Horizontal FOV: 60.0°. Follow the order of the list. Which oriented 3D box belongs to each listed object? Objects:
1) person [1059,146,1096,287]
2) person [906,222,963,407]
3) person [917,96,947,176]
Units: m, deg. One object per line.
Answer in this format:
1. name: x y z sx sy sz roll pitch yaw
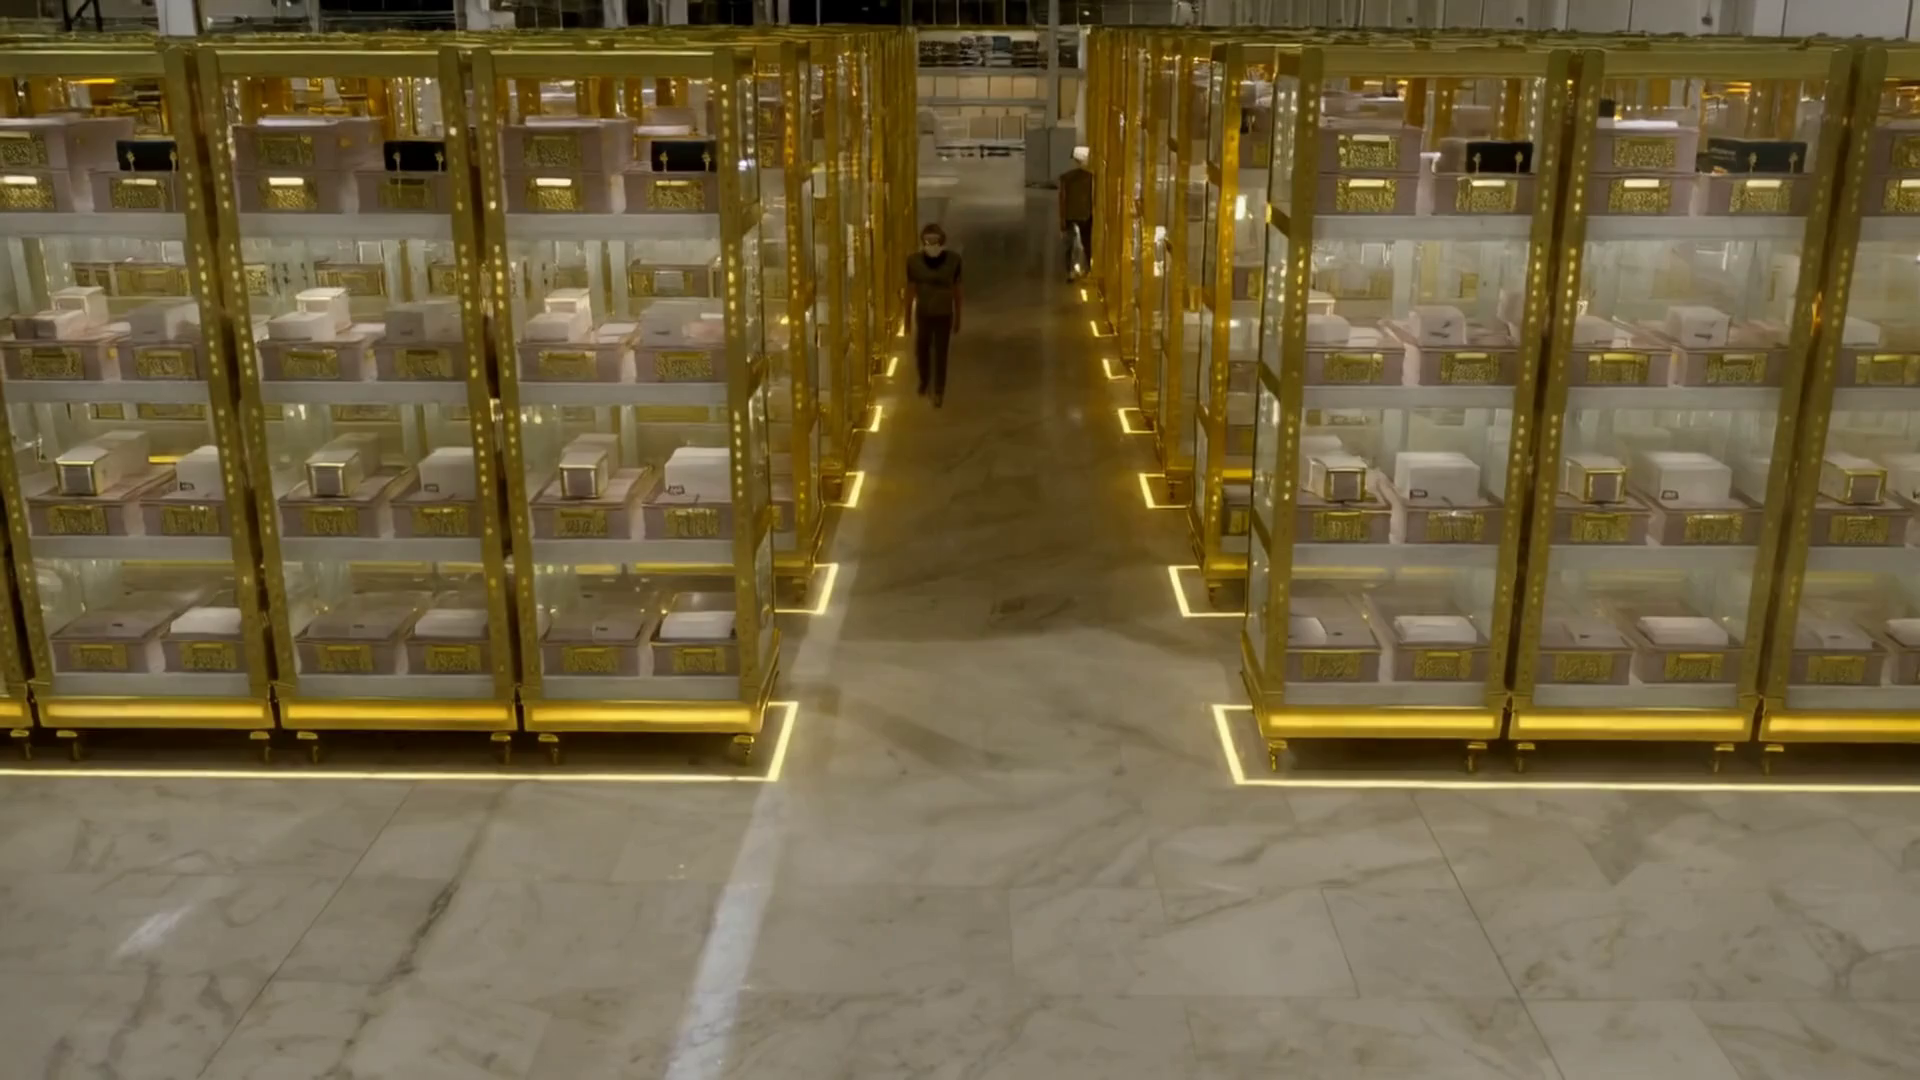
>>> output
1. person: 1.725 -4.634 23.863 0.620 1.994 0.381 9 20 27
2. person: -0.252 -2.240 16.521 0.562 1.825 0.470 0 17 1
3. person: -0.697 -9.930 40.897 0.969 1.901 0.612 -9 19 -26
